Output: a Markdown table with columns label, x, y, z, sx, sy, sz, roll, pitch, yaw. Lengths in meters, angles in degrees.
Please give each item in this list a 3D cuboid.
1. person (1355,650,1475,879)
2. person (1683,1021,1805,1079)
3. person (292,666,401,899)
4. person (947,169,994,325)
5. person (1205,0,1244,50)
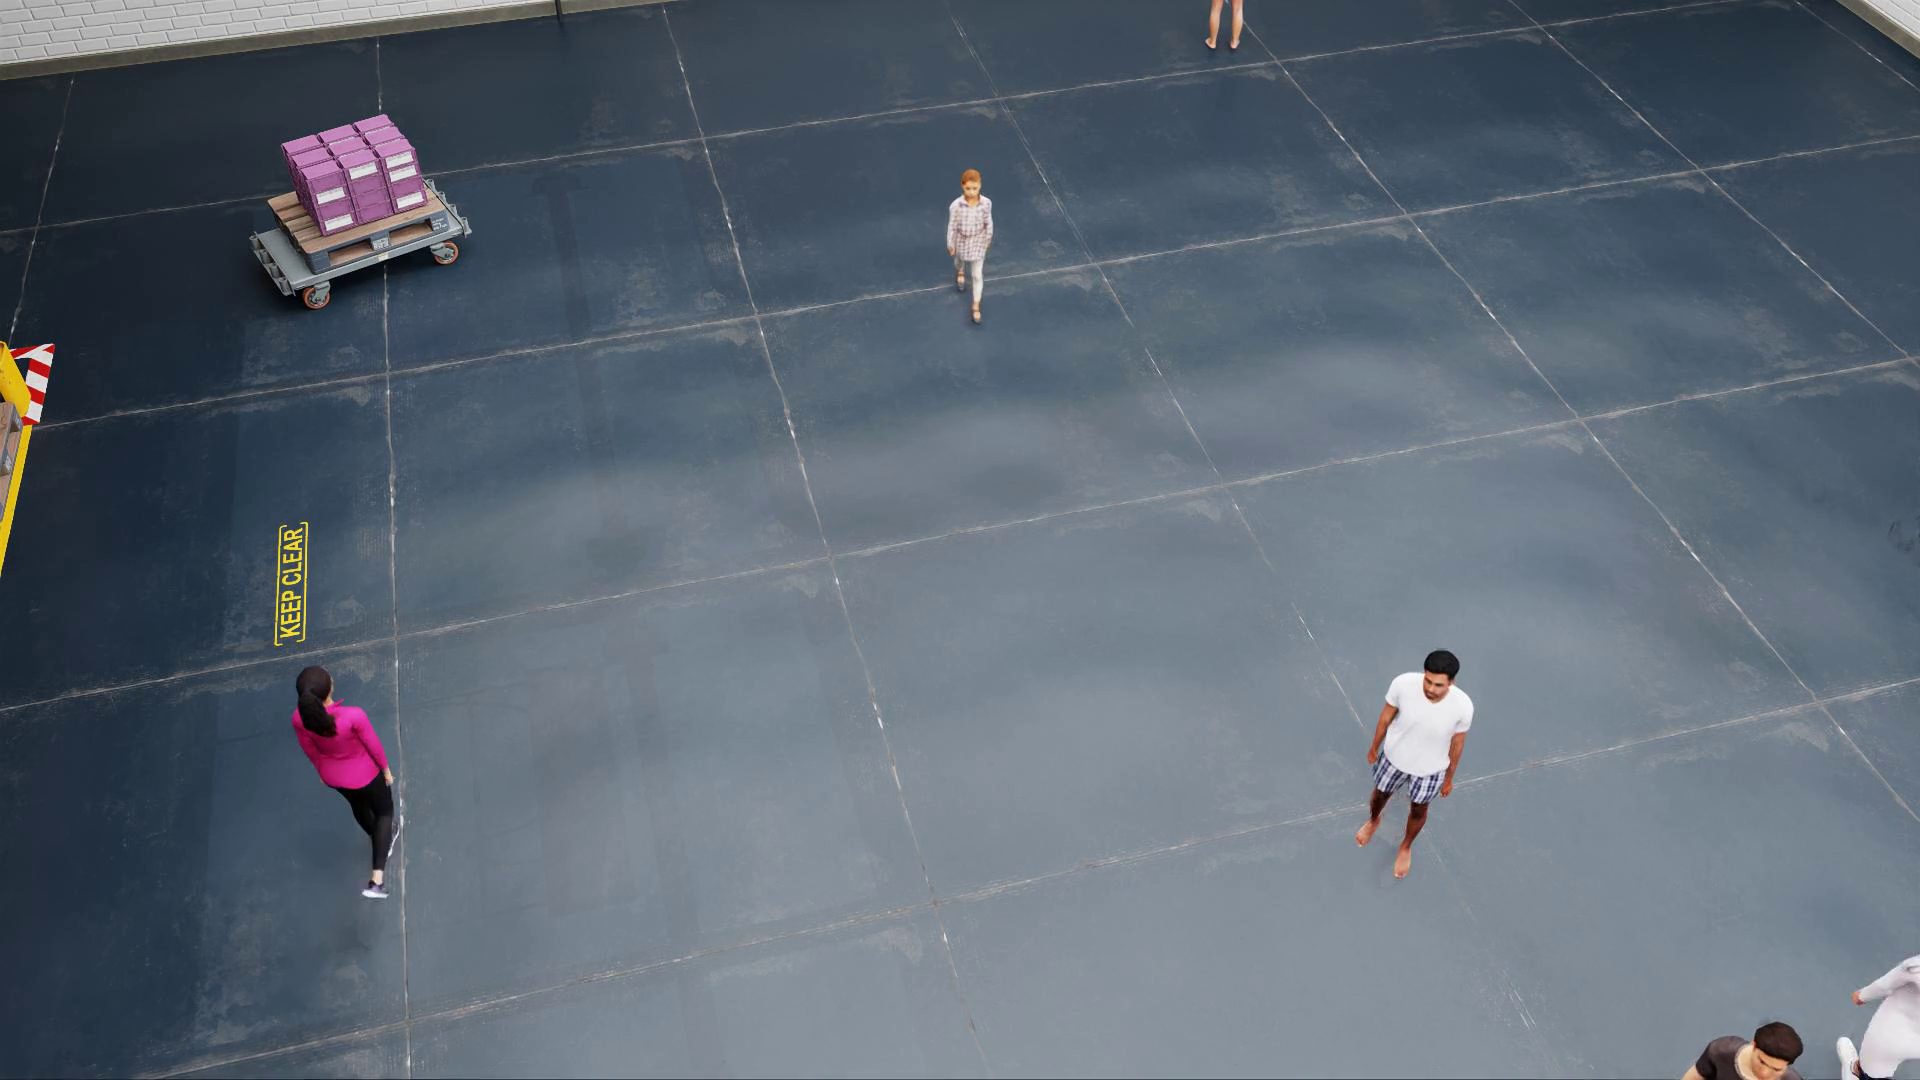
| label | x | y | z | sx | sy | sz | roll | pitch | yaw |
| --- | --- | --- | --- | --- | --- | --- | --- | --- | --- |
| person | 2.590 | 1.209 | 9.423 | 0.758 | 1.744 | 0.804 | 18 | 47 | 18 |
| person | 3.625 | 2.712 | 7.871 | 0.805 | 1.708 | 0.866 | 26 | 50 | 25 |
| person | -3.423 | 1.372 | 9.297 | 0.739 | 1.680 | 1.003 | -1 | 44 | -1 |
| person | 0.068 | -2.492 | 13.640 | 0.619 | 1.285 | 0.975 | -4 | 44 | -5 |
| person | 2.726 | -5.759 | 16.830 | 0.620 | 1.615 | 0.592 | 1 | 44 | 1 |
